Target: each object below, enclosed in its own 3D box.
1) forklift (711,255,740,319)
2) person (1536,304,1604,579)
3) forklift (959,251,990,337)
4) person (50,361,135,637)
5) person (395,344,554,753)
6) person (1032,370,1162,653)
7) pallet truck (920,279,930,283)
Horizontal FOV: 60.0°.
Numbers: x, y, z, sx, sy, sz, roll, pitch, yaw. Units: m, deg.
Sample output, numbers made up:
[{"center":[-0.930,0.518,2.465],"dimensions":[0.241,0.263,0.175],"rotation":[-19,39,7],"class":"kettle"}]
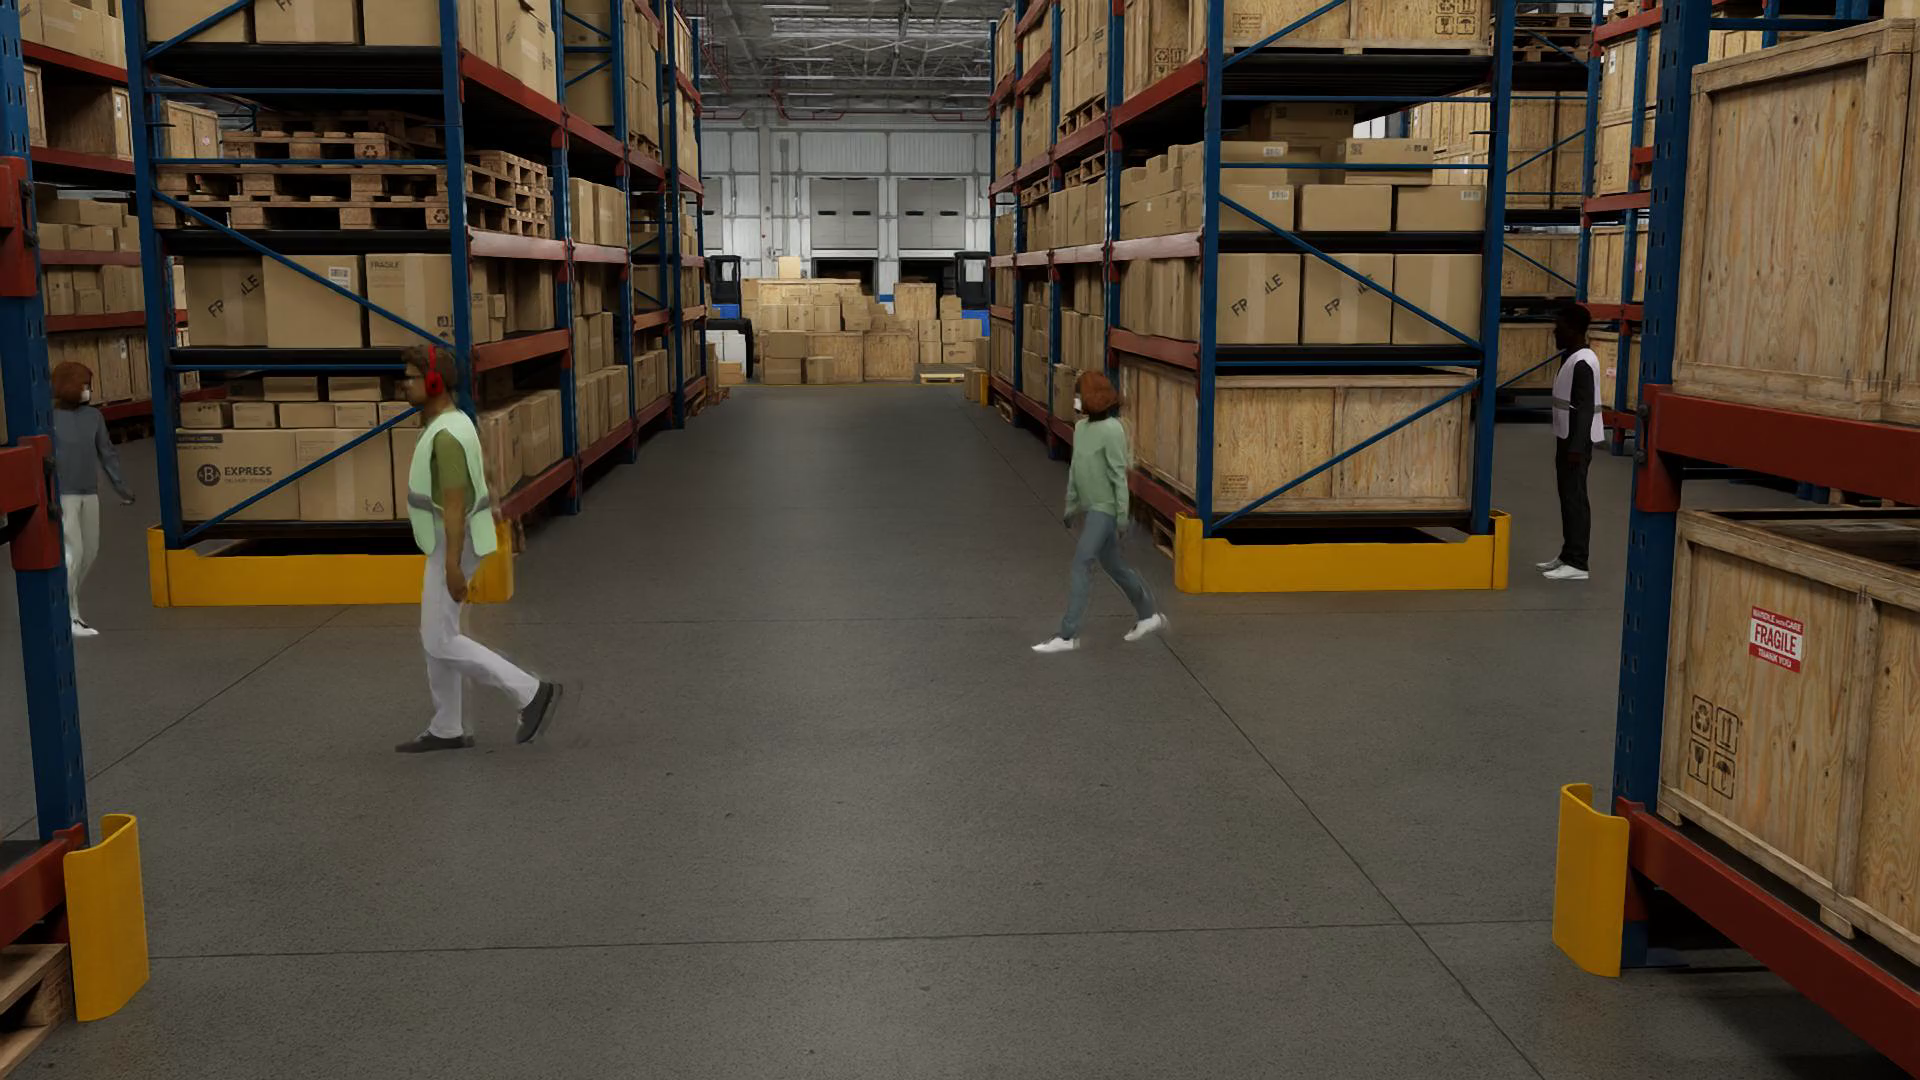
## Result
[{"center":[-8.400,-8.786,59.500],"dimensions":[1.129,2.768,1.873],"rotation":[-1,9,-4],"class":"forklift"},{"center":[4.299,-0.684,11.638],"dimensions":[0.373,1.916,0.596],"rotation":[2,9,12],"class":"person"},{"center":[0.431,-7.232,49.740],"dimensions":[1.129,2.768,1.873],"rotation":[-1,9,-4],"class":"forklift"},{"center":[-5.273,-0.254,9.888],"dimensions":[0.541,1.614,0.517],"rotation":[3,9,17],"class":"person"},{"center":[-2.176,0.055,7.299],"dimensions":[0.595,1.830,0.574],"rotation":[-3,9,-17],"class":"person"},{"center":[0.815,-0.174,9.453],"dimensions":[0.849,1.594,0.517],"rotation":[-3,10,-20],"class":"person"},{"center":[-0.932,-8.922,63.114],"dimensions":[1.885,1.965,0.823],"rotation":[2,9,13],"class":"pallet truck"}]
